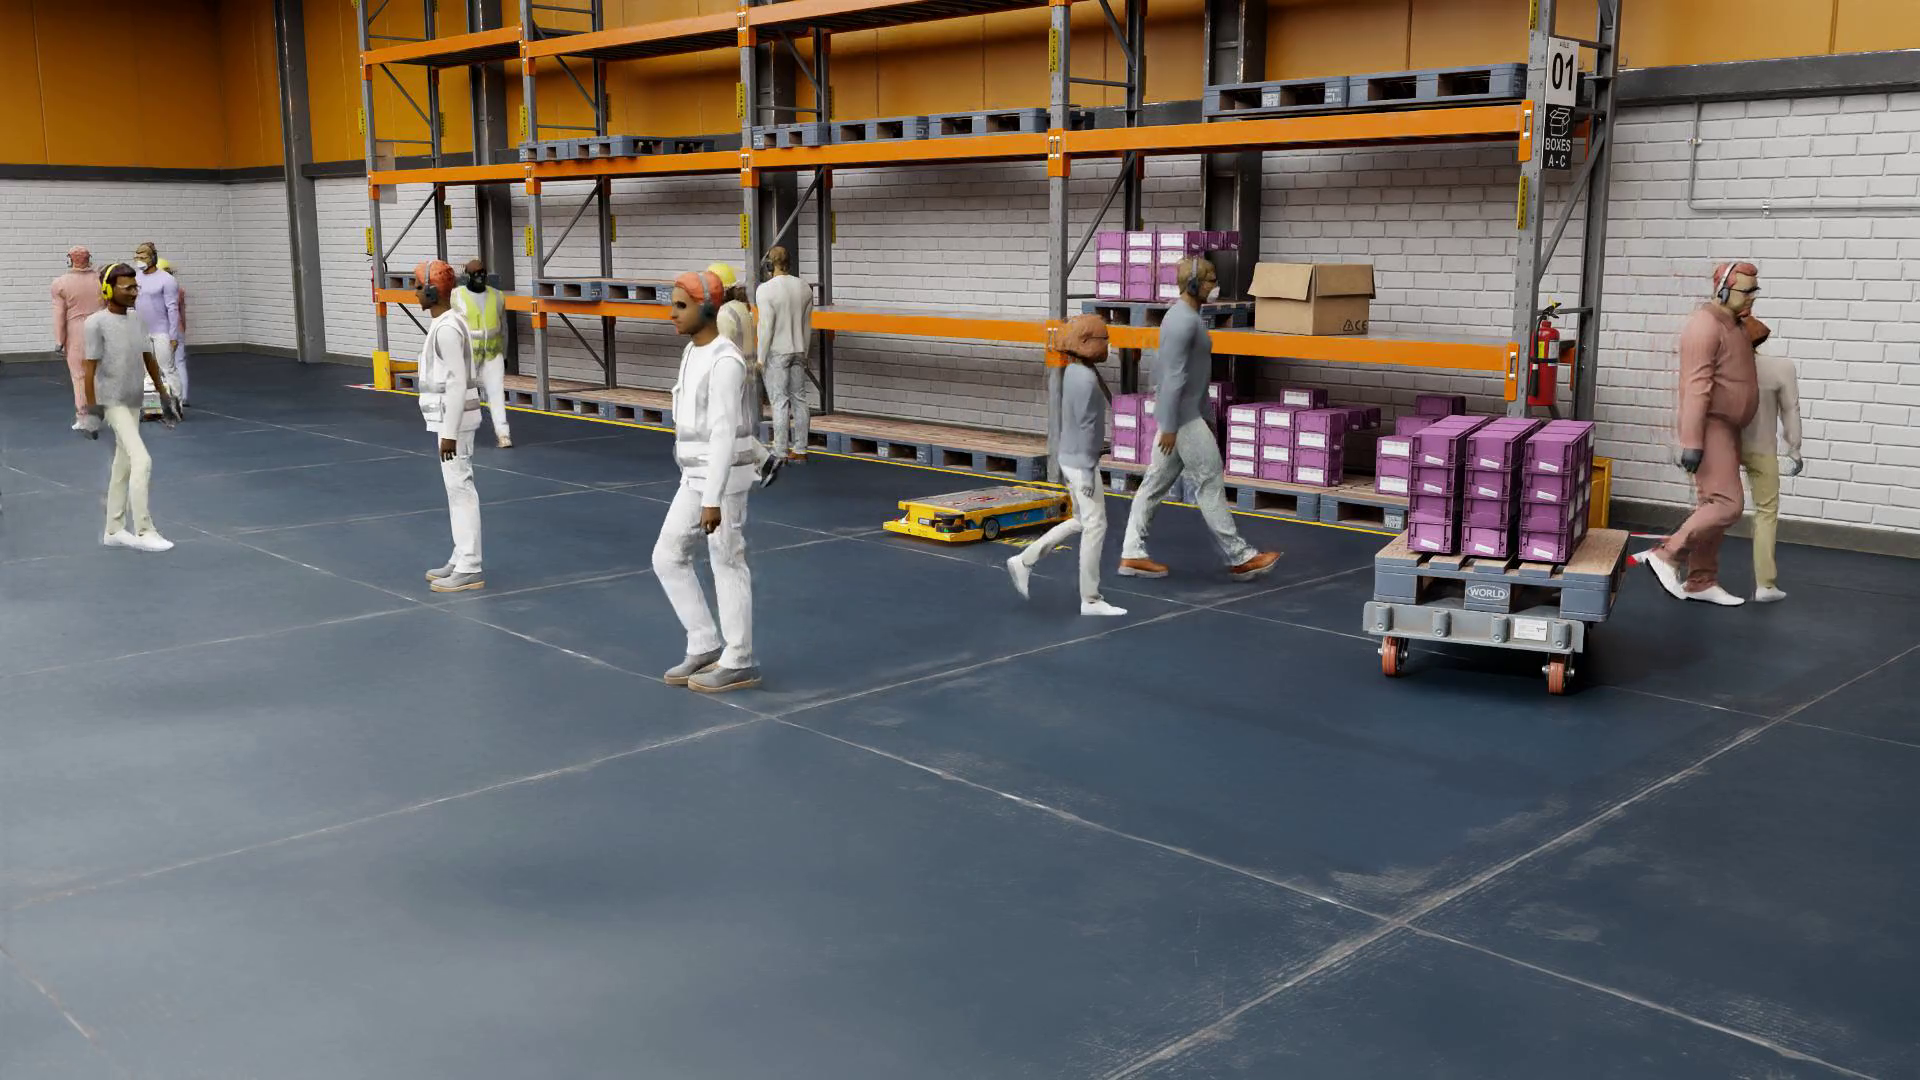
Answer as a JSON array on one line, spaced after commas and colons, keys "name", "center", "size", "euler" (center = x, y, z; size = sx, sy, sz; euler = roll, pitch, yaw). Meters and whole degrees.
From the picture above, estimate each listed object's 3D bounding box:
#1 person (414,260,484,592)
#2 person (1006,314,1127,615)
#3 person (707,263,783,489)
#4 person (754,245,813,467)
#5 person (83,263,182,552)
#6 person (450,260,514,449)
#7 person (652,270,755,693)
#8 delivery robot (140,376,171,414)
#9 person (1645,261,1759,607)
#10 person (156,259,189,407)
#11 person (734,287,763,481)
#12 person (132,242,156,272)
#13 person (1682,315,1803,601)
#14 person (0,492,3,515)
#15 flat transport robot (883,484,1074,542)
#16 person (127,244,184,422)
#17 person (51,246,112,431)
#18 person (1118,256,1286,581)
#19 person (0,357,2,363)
[{"name": "person", "center": [-2.916, -0.646, 9.499], "size": [0.360, 1.882, 0.575], "euler": [-3, 11, -17]}, {"name": "person", "center": [0.585, -0.392, 8.844], "size": [0.571, 1.617, 0.506], "euler": [-1, 10, -3]}, {"name": "person", "center": [-1.729, -1.211, 12.762], "size": [0.581, 1.818, 0.604], "euler": [1, 10, 8]}, {"name": "person", "center": [-1.553, -1.602, 14.577], "size": [0.370, 1.934, 0.627], "euler": [9, 13, 39]}, {"name": "person", "center": [-5.291, -0.843, 10.716], "size": [0.760, 1.838, 0.542], "euler": [1, 10, 8]}, {"name": "person", "center": [-4.645, -1.792, 16.009], "size": [0.648, 1.796, 0.972], "euler": [-7, 13, -34]}, {"name": "person", "center": [-1.151, -0.232, 7.285], "size": [0.526, 1.863, 0.615], "euler": [-5, 12, -27]}, {"name": "delivery robot", "center": [-8.827, -1.630, 18.230], "size": [0.477, 0.478, 0.707], "euler": [-4, 11, -20]}, {"name": "person", "center": [4.104, -0.560, 9.011], "size": [0.439, 1.882, 0.664], "euler": [8, 13, 36]}, {"name": "person", "center": [-9.476, -2.455, 19.745], "size": [0.857, 1.726, 0.551], "euler": [7, 13, 35]}, {"name": "person", "center": [-1.924, -1.296, 13.804], "size": [0.730, 1.611, 0.508], "euler": [9, 14, 40]}, {"name": "person", "center": [-13.157, -3.890, 27.124], "size": [0.643, 1.909, 0.410], "euler": [5, 12, 27]}, {"name": "person", "center": [4.385, -0.469, 9.278], "size": [0.564, 1.617, 0.335], "euler": [7, 12, 32]}, {"name": "person", "center": [-7.144, -0.977, 11.850], "size": [0.537, 1.689, 0.325], "euler": [-2, 11, -9]}, {"name": "flat transport robot", "center": [0.217, -0.201, 11.467], "size": [1.431, 0.197, 0.652], "euler": [-10, 14, -44]}, {"name": "person", "center": [-8.731, -2.235, 18.057], "size": [0.622, 1.932, 0.371], "euler": [3, 11, 17]}, {"name": "person", "center": [-9.107, -2.097, 17.345], "size": [0.652, 1.906, 0.402], "euler": [-10, 15, -44]}, {"name": "person", "center": [1.400, -0.691, 9.691], "size": [1.007, 1.891, 0.641], "euler": [1, 10, 7]}, {"name": "person", "center": [-13.872, -3.135, 23.272], "size": [0.599, 1.809, 0.642], "euler": [4, 11, 20]}]
